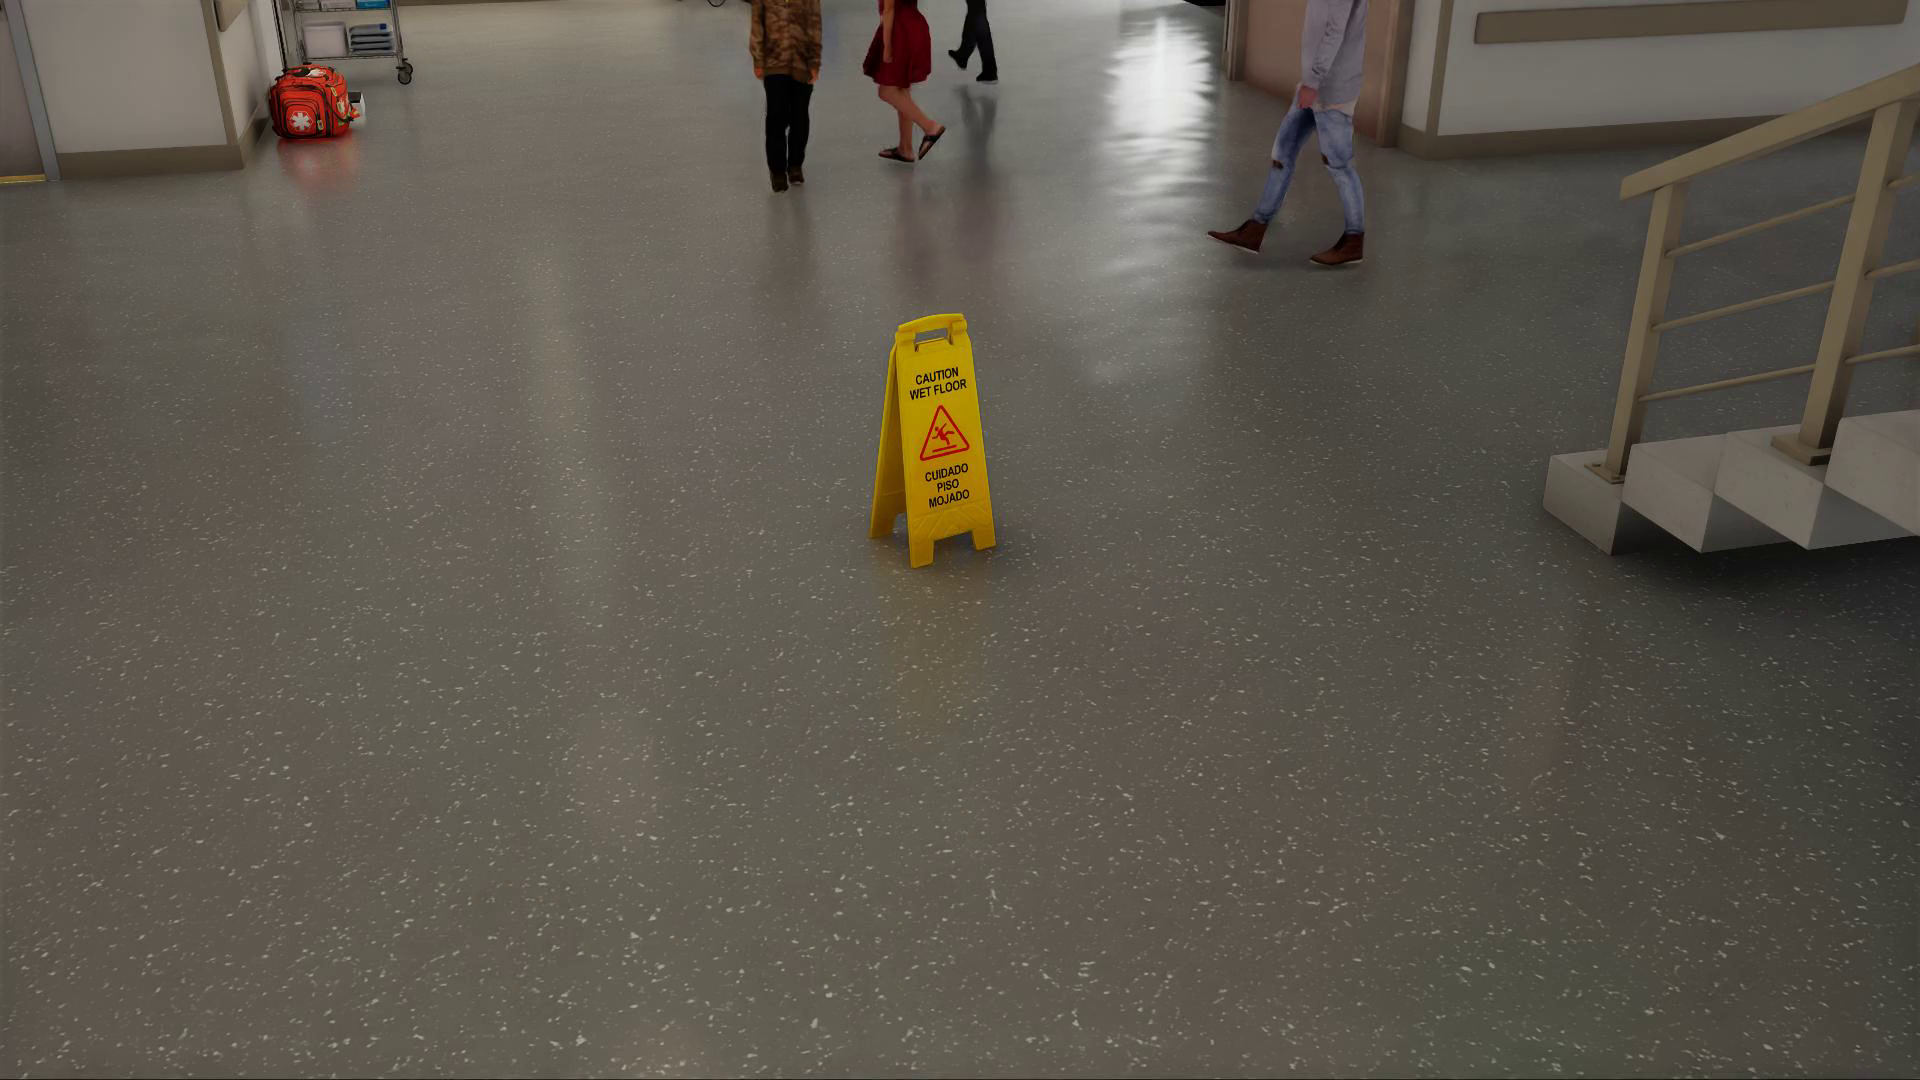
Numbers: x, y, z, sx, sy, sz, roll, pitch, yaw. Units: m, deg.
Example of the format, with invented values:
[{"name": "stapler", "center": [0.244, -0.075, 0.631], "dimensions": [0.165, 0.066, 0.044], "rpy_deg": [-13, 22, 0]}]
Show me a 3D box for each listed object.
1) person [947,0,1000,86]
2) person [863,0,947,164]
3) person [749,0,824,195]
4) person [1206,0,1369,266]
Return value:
[{"name": "person", "center": [0.147, -4.366, 12.451], "dimensions": [0.791, 1.903, 1.249], "rpy_deg": [-11, 28, -22]}, {"name": "person", "center": [-0.297, -3.050, 10.144], "dimensions": [0.867, 1.536, 0.821], "rpy_deg": [14, 29, 26]}, {"name": "person", "center": [-1.007, -2.794, 9.724], "dimensions": [0.551, 1.441, 0.702], "rpy_deg": [-6, 26, -13]}, {"name": "person", "center": [1.876, -2.214, 8.099], "dimensions": [0.890, 1.808, 1.021], "rpy_deg": [-2, 26, -4]}]
